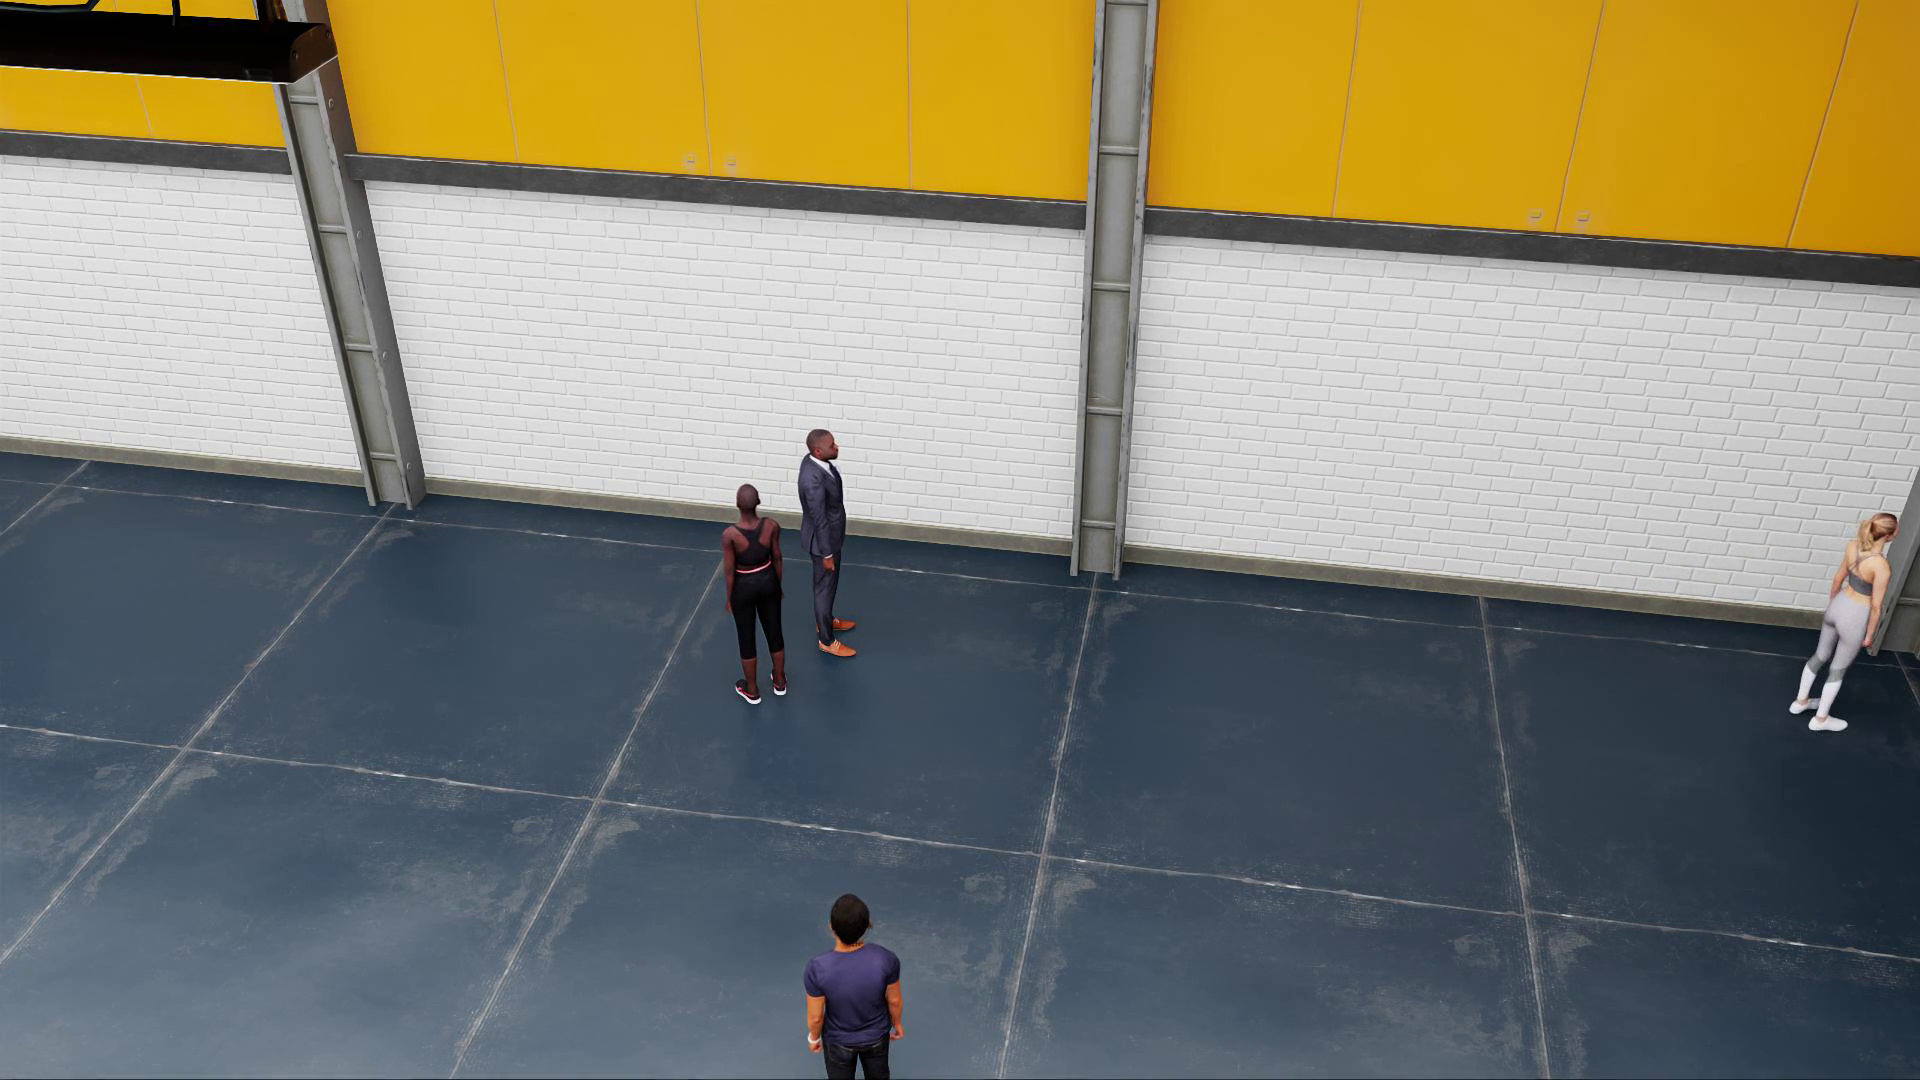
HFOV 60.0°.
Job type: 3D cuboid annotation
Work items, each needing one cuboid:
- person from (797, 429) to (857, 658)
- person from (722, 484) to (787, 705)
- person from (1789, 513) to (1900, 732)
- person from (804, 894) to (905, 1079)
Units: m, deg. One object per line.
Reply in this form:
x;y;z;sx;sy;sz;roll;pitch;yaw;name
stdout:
-0.987;-0.010;12.068;0.686;1.824;0.743;-2;34;-3;person
-1.419;0.367;11.560;0.637;1.758;0.724;-15;36;-21;person
6.052;0.542;11.345;0.634;1.704;0.639;-8;34;-11;person
-0.525;2.474;8.359;0.620;1.793;0.779;-8;35;-12;person
